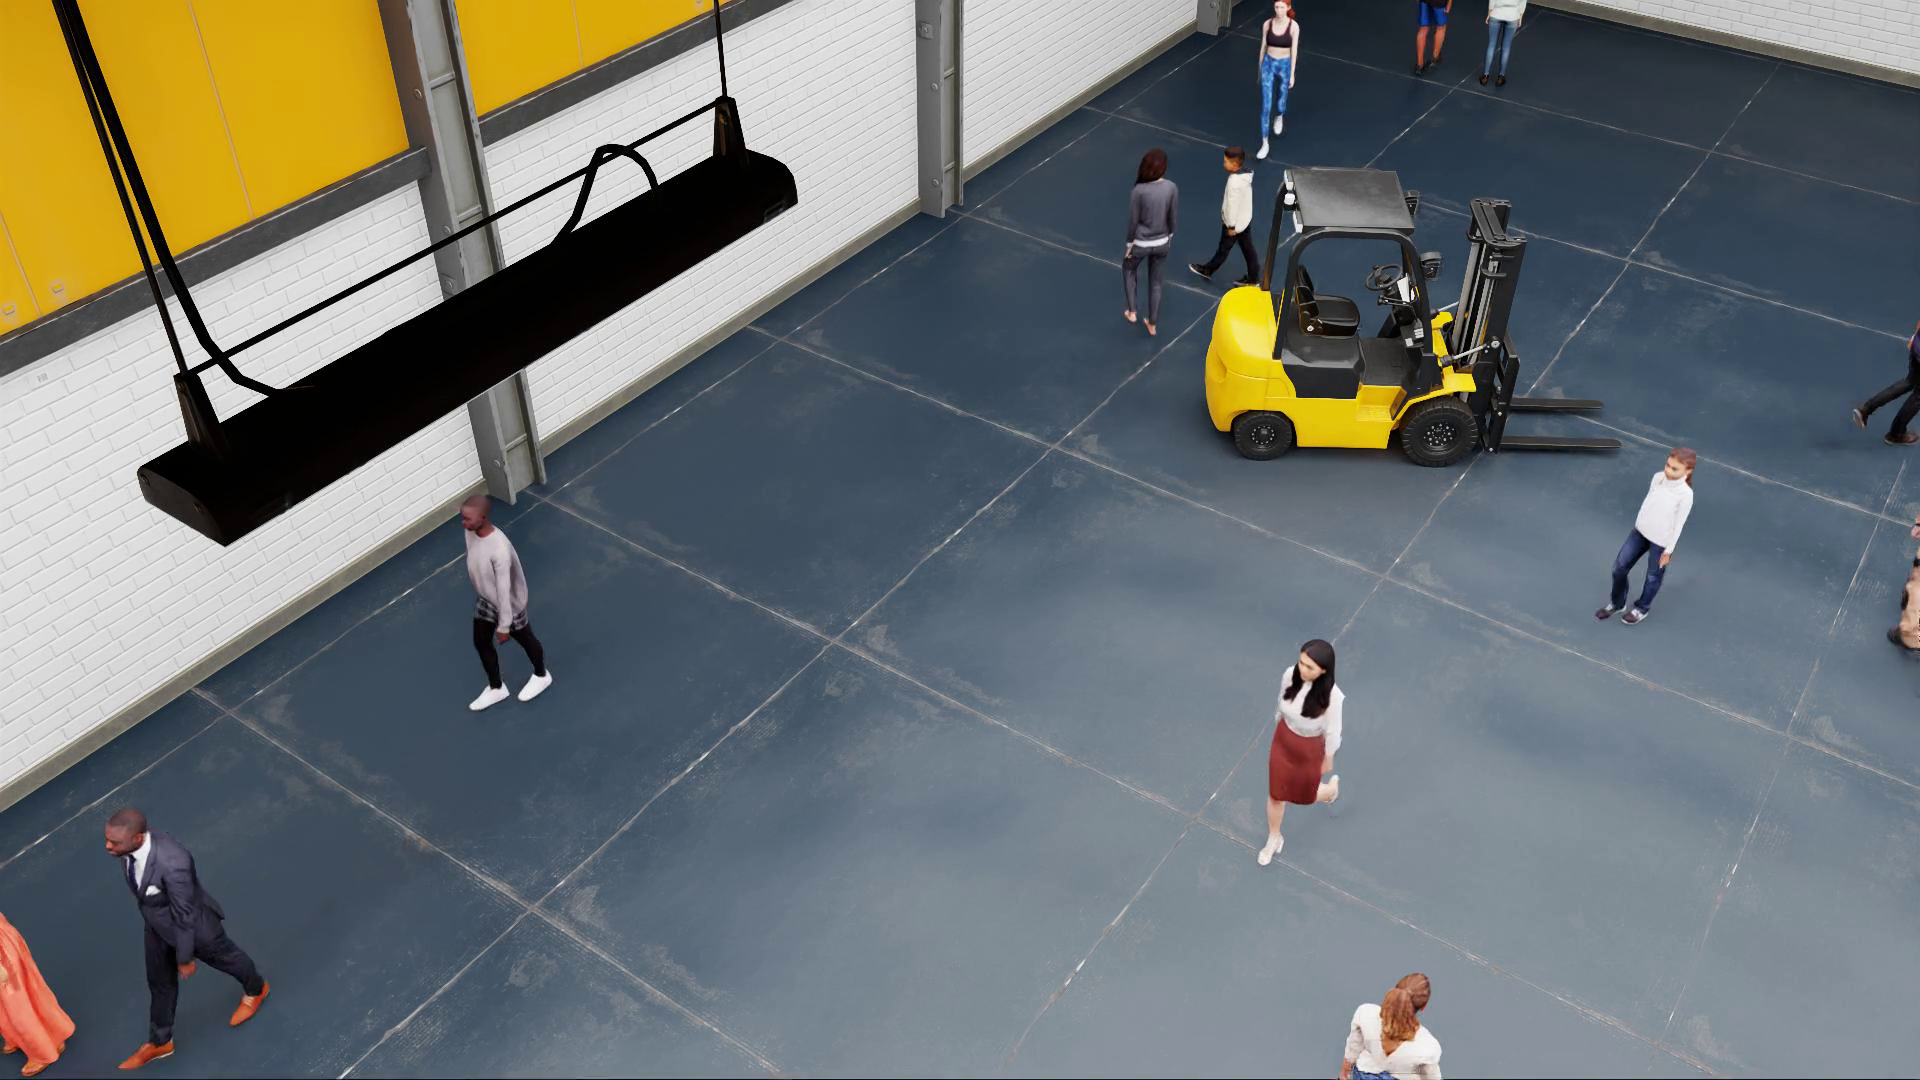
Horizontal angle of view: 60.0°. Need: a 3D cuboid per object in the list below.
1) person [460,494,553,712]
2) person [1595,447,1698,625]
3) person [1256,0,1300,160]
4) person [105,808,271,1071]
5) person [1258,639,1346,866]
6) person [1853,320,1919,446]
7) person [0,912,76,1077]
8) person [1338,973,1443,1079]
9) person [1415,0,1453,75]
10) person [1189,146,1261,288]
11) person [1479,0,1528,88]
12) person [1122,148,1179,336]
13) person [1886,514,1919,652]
[{"bbox_3d":[-3.011,0.376,11.235,0.658,1.753,0.815,26,45,29],"label":"person"},{"bbox_3d":[5.053,-0.049,11.932,0.741,1.548,0.658,-21,43,-25],"label":"person"},{"bbox_3d":[3.446,-5.057,18.026,0.722,1.769,0.997,13,41,16],"label":"person"},{"bbox_3d":[-4.180,2.052,9.105,0.722,1.793,1.074,21,43,24],"label":"person"},{"bbox_3d":[2.119,1.264,10.139,0.988,1.734,0.739,-29,47,-31],"label":"person"},{"bbox_3d":[7.838,-1.509,13.584,0.985,1.768,0.937,-5,39,-6],"label":"person"},{"bbox_3d":[-5.241,2.149,8.976,0.630,1.802,0.568,24,44,27],"label":"person"},{"bbox_3d":[2.059,2.806,8.262,0.701,1.666,1.165,28,47,31],"label":"person"},{"bbox_3d":[5.586,-6.387,19.686,0.629,1.774,0.769,19,42,22],"label":"person"},{"bbox_3d":[2.707,-3.028,15.771,0.738,1.413,0.903,16,41,19],"label":"person"},{"bbox_3d":[6.389,-6.144,19.486,0.629,1.645,0.607,10,40,12],"label":"person"},{"bbox_3d":[1.732,-2.643,15.016,0.798,1.752,0.862,-8,39,-10],"label":"person"},{"bbox_3d":[6.964,-0.004,11.658,0.951,1.821,1.108,5,39,6],"label":"person"}]
